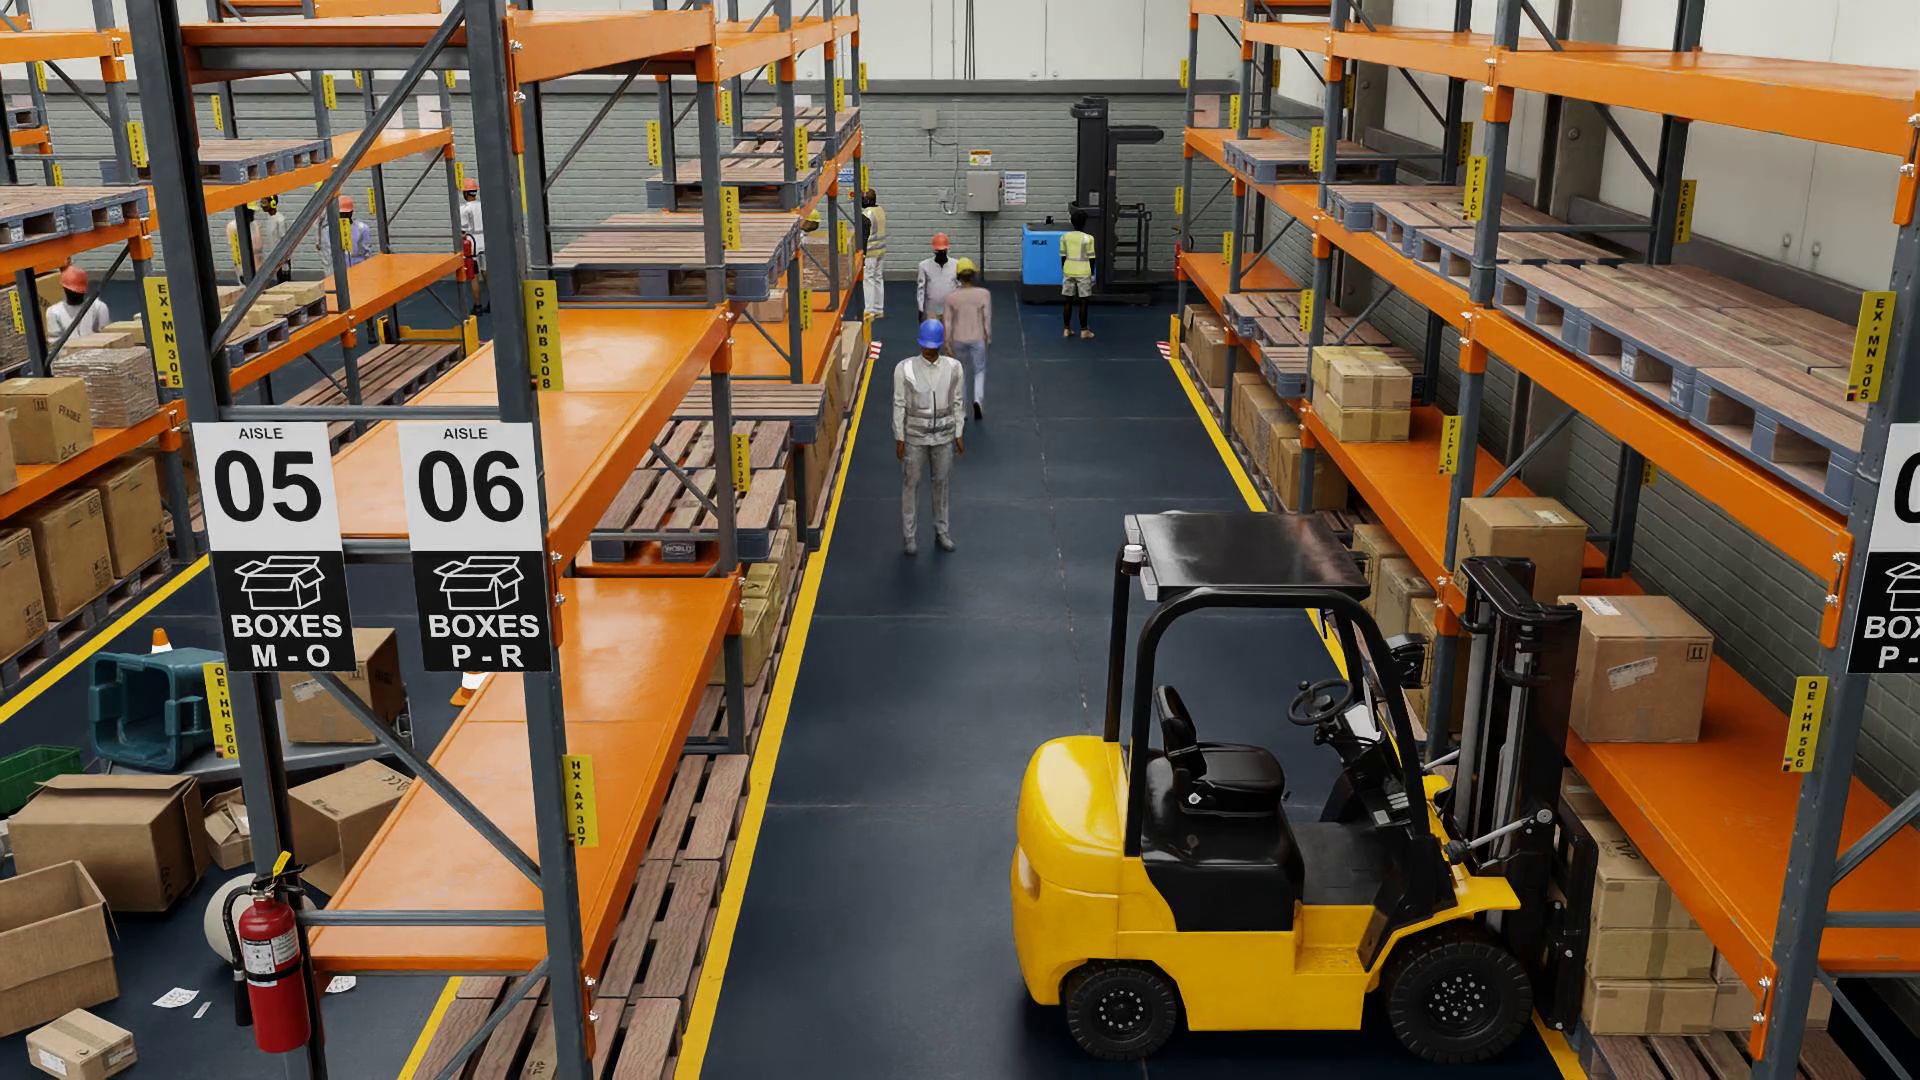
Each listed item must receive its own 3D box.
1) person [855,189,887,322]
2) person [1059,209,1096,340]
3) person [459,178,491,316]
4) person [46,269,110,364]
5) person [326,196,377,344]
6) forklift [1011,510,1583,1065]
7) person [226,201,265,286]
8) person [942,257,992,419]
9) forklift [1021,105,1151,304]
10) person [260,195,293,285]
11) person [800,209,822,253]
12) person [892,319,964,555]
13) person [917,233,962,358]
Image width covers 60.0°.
[{"bbox_3d":[-1.255,-3.966,23.131,0.429,1.835,0.625,8,20,22],"label":"person"},{"bbox_3d":[1.557,-3.493,21.905,0.535,1.699,0.318,12,22,32],"label":"person"},{"bbox_3d":[-6.853,-4.133,23.491,0.389,1.930,0.540,10,21,28],"label":"person"},{"bbox_3d":[-8.462,-1.657,16.050,0.602,1.895,0.753,-6,19,-18],"label":"person"},{"bbox_3d":[-7.870,-3.485,21.532,0.541,1.928,0.398,-4,19,-13],"label":"person"},{"bbox_3d":[1.387,1.055,7.378,2.313,2.155,1.214,0,18,0],"label":"forklift"},{"bbox_3d":[-9.289,-3.571,21.809,0.410,1.913,0.599,6,19,18],"label":"person"},{"bbox_3d":[0.081,-2.120,17.658,0.546,1.752,0.499,-1,18,-3],"label":"person"},{"bbox_3d":[1.857,-4.944,24.441,1.873,2.768,1.129,0,18,0],"label":"forklift"},{"bbox_3d":[-9.240,-3.803,22.601,0.329,1.861,0.506,-15,23,-38],"label":"person"},{"bbox_3d":[-1.946,-3.470,21.790,0.322,1.731,0.490,0,18,0],"label":"person"},{"bbox_3d":[-0.250,-0.841,13.510,0.602,1.939,0.401,-6,19,-17],"label":"person"},{"bbox_3d":[-0.221,-2.726,19.501,0.573,1.749,0.342,-1,18,-2],"label":"person"}]
